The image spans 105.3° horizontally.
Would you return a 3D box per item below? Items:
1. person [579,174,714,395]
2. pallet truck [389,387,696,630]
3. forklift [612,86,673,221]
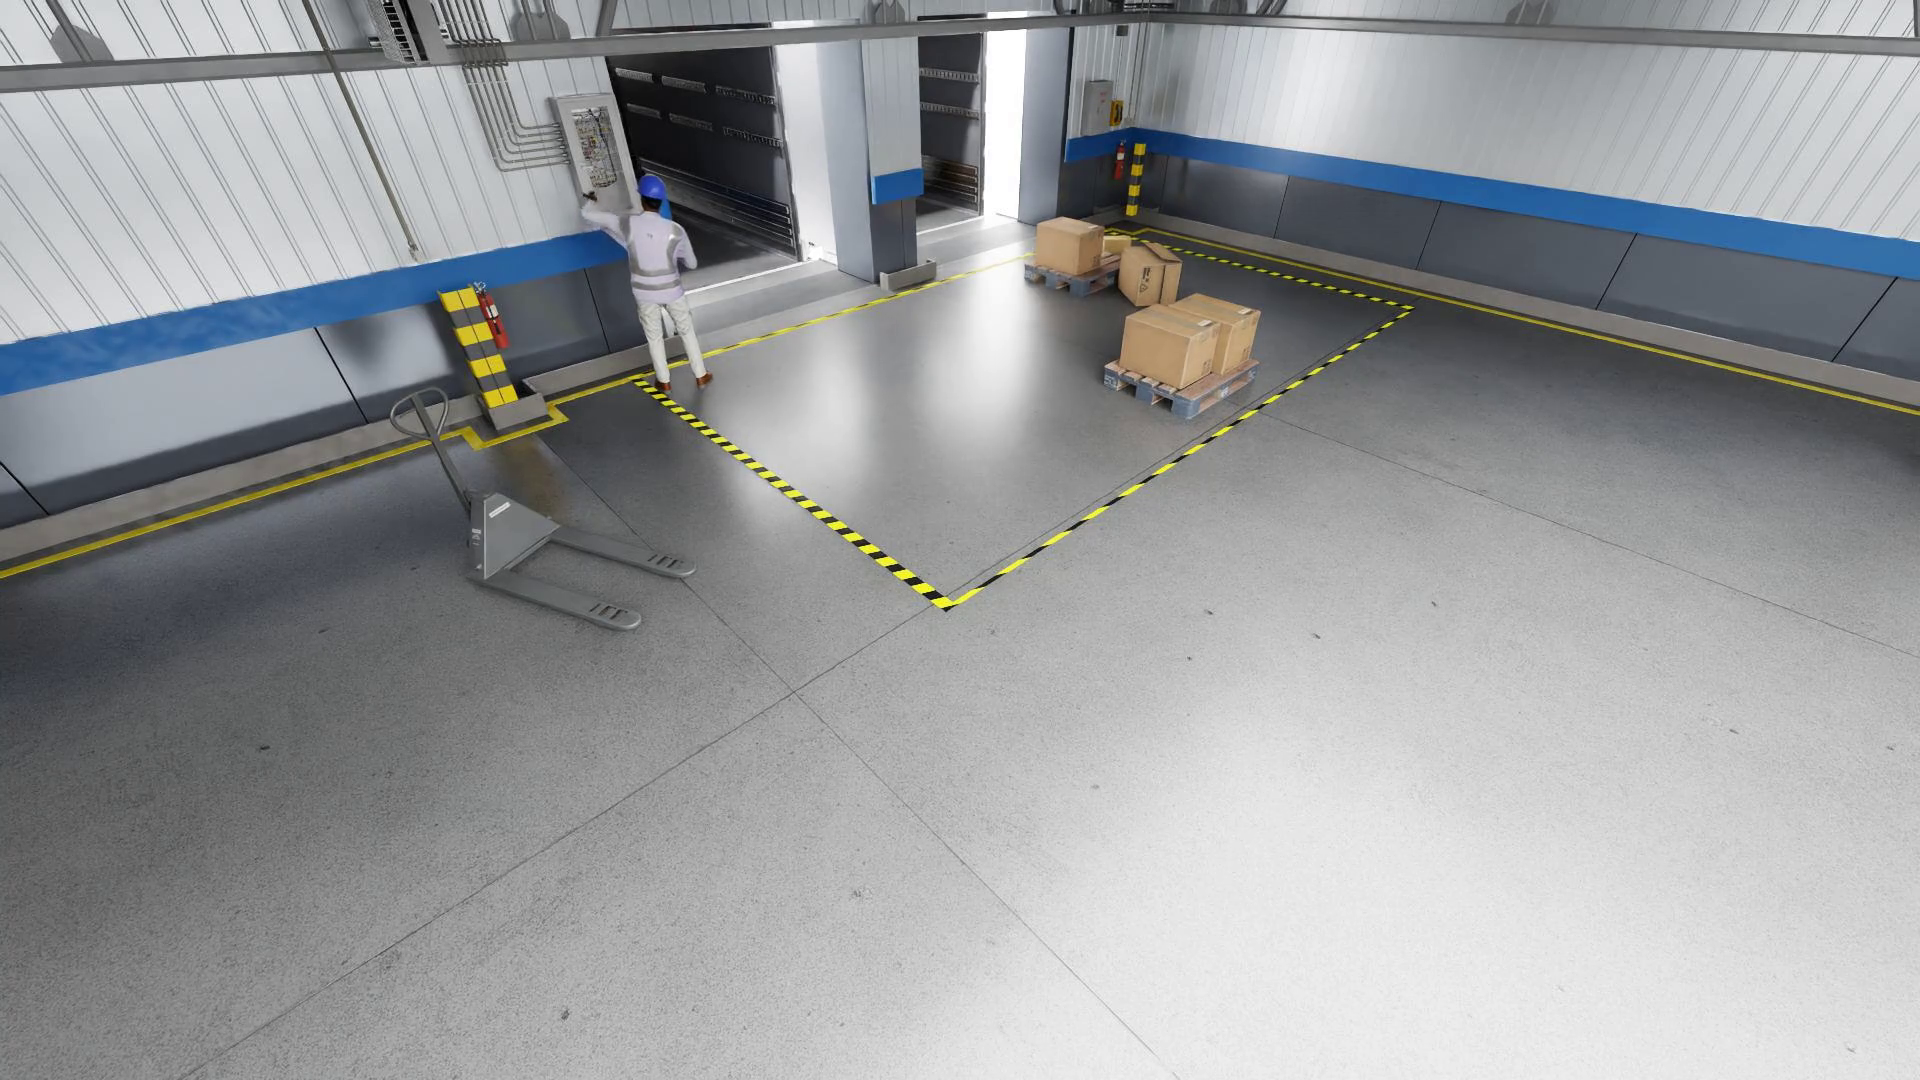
[{"bbox_3d":[-2.836,-2.345,6.770,0.864,1.900,0.755,-12,39,-16],"label":"person"},{"bbox_3d":[-2.613,-0.247,4.593,1.601,1.201,0.680,14,40,17],"label":"pallet truck"},{"bbox_3d":[-4.690,-5.153,10.285,0.716,2.013,0.776,-30,47,-33],"label":"forklift"}]
